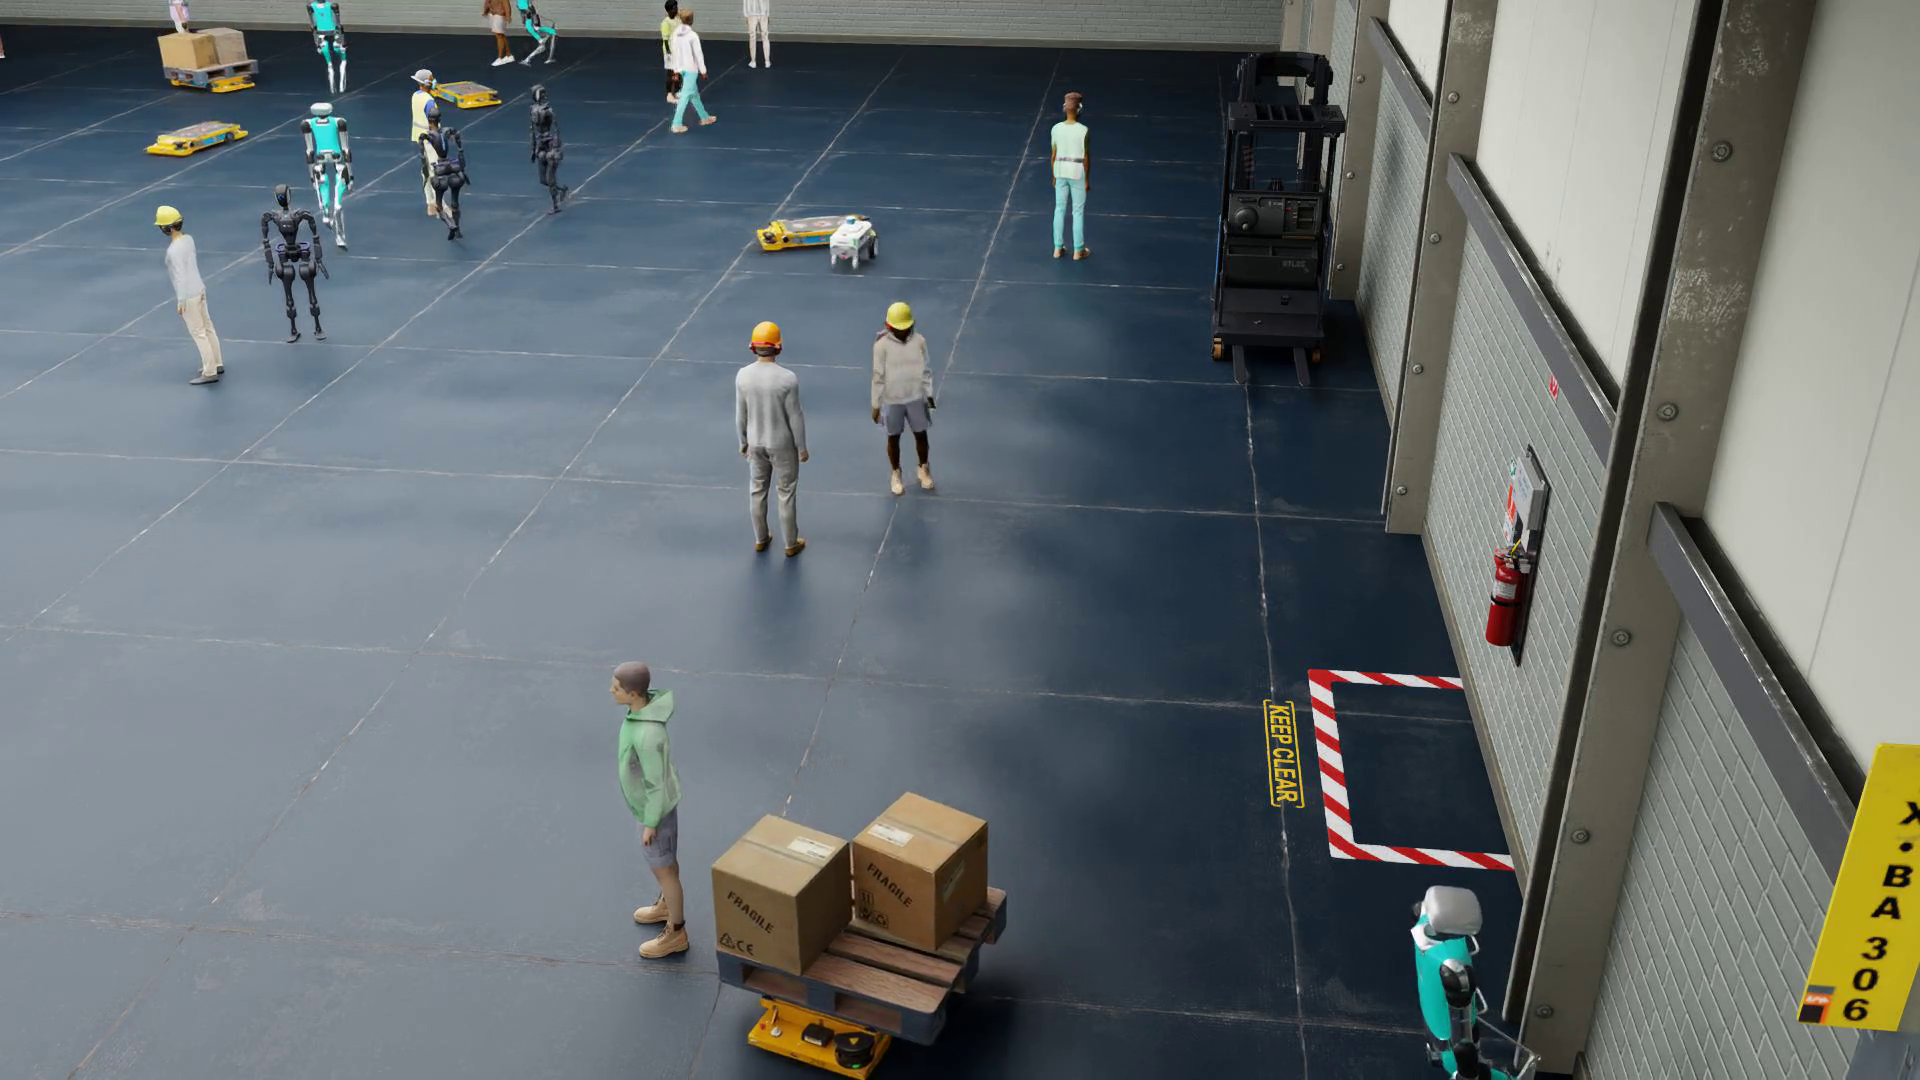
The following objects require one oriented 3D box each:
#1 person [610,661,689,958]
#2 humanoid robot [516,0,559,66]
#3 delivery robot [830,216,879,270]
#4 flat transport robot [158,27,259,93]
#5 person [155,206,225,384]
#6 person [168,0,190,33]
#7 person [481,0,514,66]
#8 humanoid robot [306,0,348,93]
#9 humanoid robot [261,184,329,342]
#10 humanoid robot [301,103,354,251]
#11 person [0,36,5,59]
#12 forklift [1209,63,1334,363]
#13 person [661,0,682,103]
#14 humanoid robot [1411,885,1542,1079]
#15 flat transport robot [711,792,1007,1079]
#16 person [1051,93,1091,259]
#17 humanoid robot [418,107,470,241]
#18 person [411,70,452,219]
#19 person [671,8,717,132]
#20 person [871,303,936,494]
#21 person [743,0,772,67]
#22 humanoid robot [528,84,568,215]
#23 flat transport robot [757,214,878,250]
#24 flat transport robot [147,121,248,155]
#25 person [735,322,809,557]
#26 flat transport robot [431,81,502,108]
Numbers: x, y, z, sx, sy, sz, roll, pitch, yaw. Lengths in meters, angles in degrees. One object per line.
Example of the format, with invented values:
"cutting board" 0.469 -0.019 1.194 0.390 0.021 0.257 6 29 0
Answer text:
"person" -1.609 1.395 8.707 0.317 1.741 0.483 -6 27 -11
"humanoid robot" -7.737 -9.523 30.506 0.987 1.708 0.531 -22 34 -36
"delivery robot" -1.304 -3.595 19.969 0.499 0.570 0.747 6 27 12
"flat transport robot" -13.169 -8.080 29.270 1.431 0.231 0.659 16 31 28
"person" -7.546 -2.393 16.246 0.324 1.765 0.529 -2 27 -5
"person" -14.008 -9.416 29.970 0.388 2.034 0.605 -12 29 -23
"person" -8.611 -9.781 30.906 0.483 1.844 0.820 -22 34 -37
"humanoid robot" -10.758 -8.491 28.569 0.537 1.864 0.823 -1 27 -3
"humanoid robot" -6.914 -2.887 17.314 0.601 1.657 0.313 -7 27 -14
"humanoid robot" -7.683 -4.358 20.263 0.530 1.778 1.009 -5 27 -10
"person" -18.381 -9.960 31.202 0.411 1.902 0.637 3 27 6
"forklift" 3.241 -3.477 17.183 1.129 2.768 1.873 3 27 6
"person" -4.817 -8.221 27.964 0.322 1.688 0.528 9 28 18
"humanoid robot" 2.259 2.240 7.062 0.832 1.810 0.546 -1 27 -2
"flat transport robot" -0.477 2.212 8.722 0.659 0.231 1.431 11 29 21
"person" 1.321 -4.344 19.906 0.483 1.980 0.405 11 29 21
"humanoid robot" -6.353 -4.531 20.615 0.597 1.637 0.492 -18 32 -31
"person" -6.873 -5.130 21.571 0.404 1.892 0.526 -20 33 -34
"person" -4.243 -7.385 26.113 0.504 1.863 1.023 19 32 33
"person" -0.475 -1.172 13.847 0.565 1.732 0.474 -9 28 -16
"person" -3.740 -9.679 30.681 0.501 1.869 0.391 -4 27 -7
"humanoid robot" -5.376 -5.151 21.862 0.612 1.649 0.522 20 33 34
"flat transport robot" -1.787 -3.847 20.818 1.431 0.231 0.659 -6 27 -12
"flat transport robot" -11.627 -6.129 25.374 0.659 0.231 1.431 9 28 17
"person" -1.454 -0.772 12.877 0.569 1.889 0.389 8 28 15
"flat transport robot" -8.391 -7.562 28.234 0.659 0.231 1.431 -19 32 -33
